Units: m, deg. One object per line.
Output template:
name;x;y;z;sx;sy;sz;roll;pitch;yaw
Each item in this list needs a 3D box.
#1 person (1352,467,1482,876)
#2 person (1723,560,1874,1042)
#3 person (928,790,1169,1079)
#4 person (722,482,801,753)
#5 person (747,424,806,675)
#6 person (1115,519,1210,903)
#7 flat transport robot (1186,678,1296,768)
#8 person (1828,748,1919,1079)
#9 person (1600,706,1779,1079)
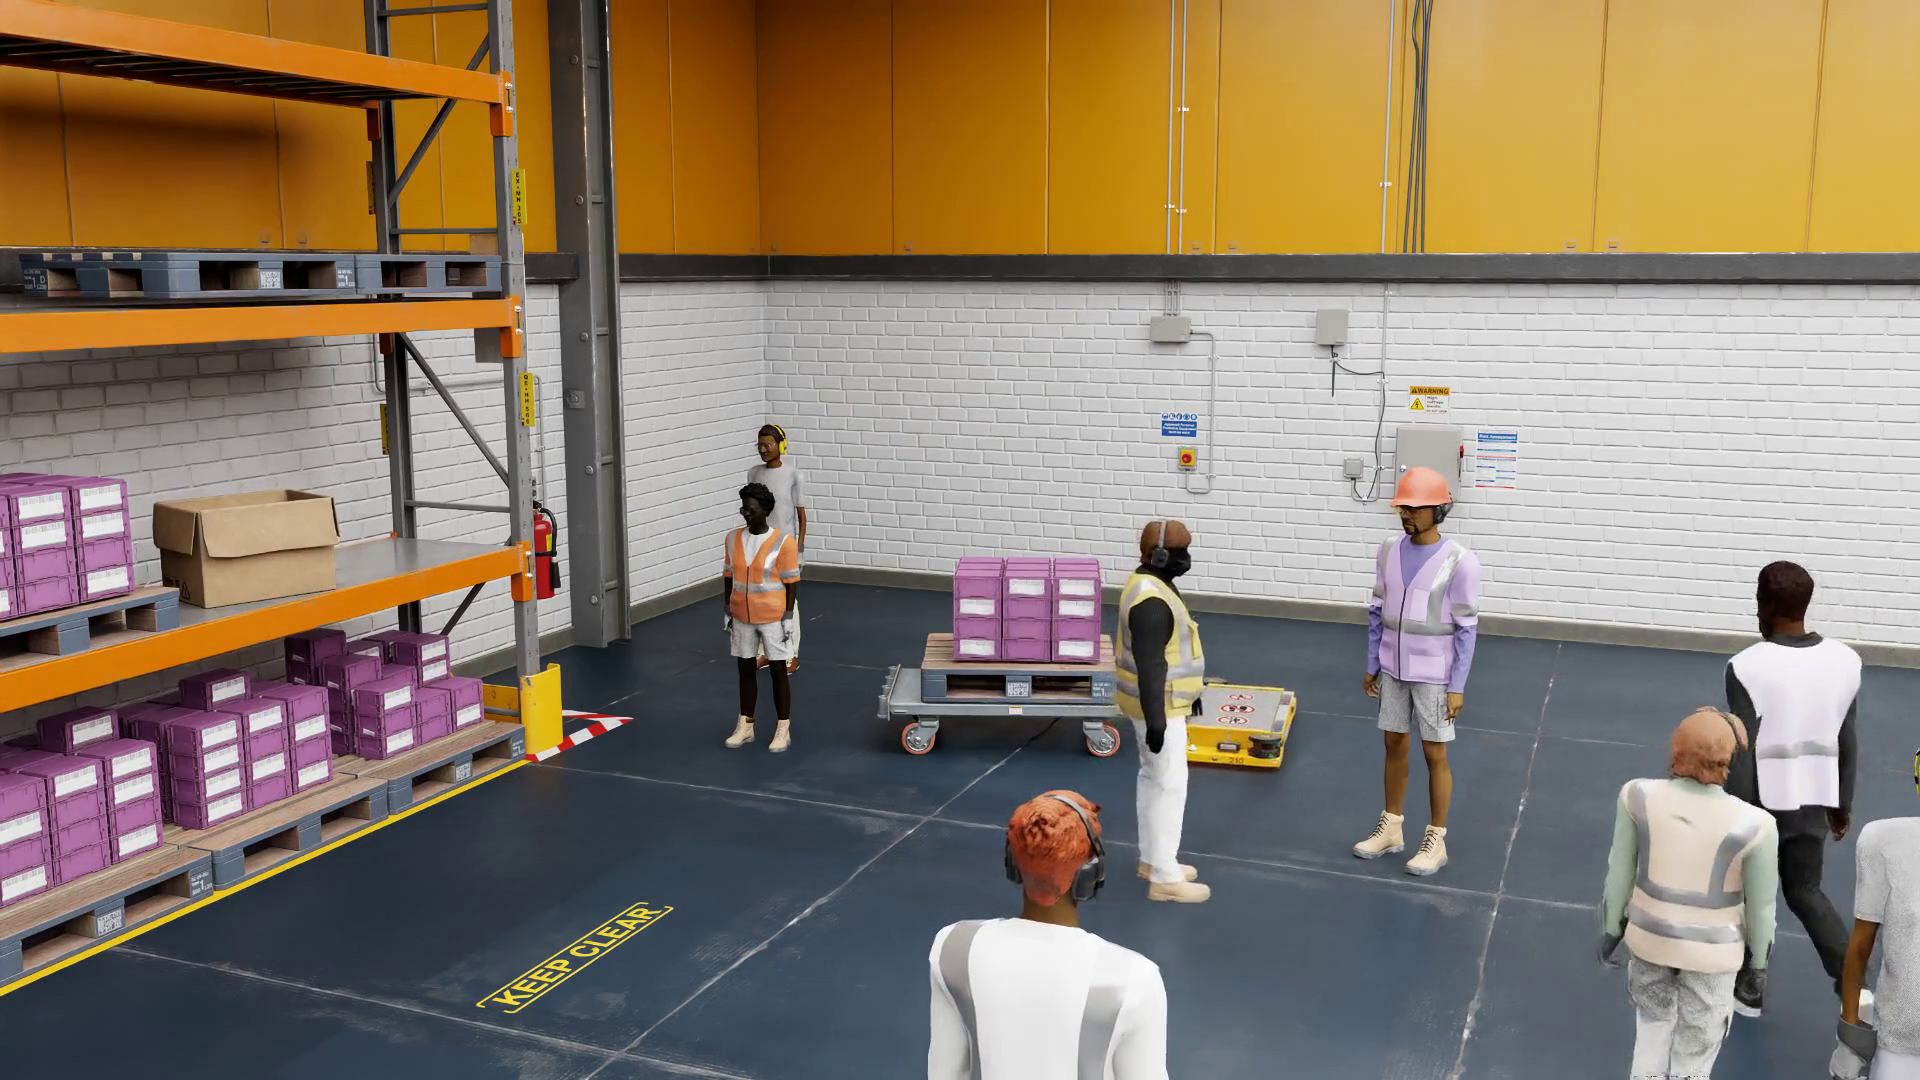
person;2.282;0.649;8.343;0.374;2.044;0.607;-8;12;-39
person;3.266;1.031;6.502;0.602;1.895;0.708;-2;10;-14
person;0.209;1.483;3.775;0.574;1.883;0.356;4;10;24
person;-1.255;0.481;10.410;0.537;1.696;0.317;4;10;22
person;-1.387;0.068;12.387;0.521;1.871;0.325;4;10;22
person;0.974;0.805;8.047;0.449;1.836;0.650;1;9;5
flat transport robot;1.777;1.152;10.655;0.652;0.197;1.431;3;10;15
person;2.626;1.378;4.453;0.521;1.871;0.325;4;10;22
person;2.376;1.337;5.428;0.522;1.623;0.401;9;13;42
